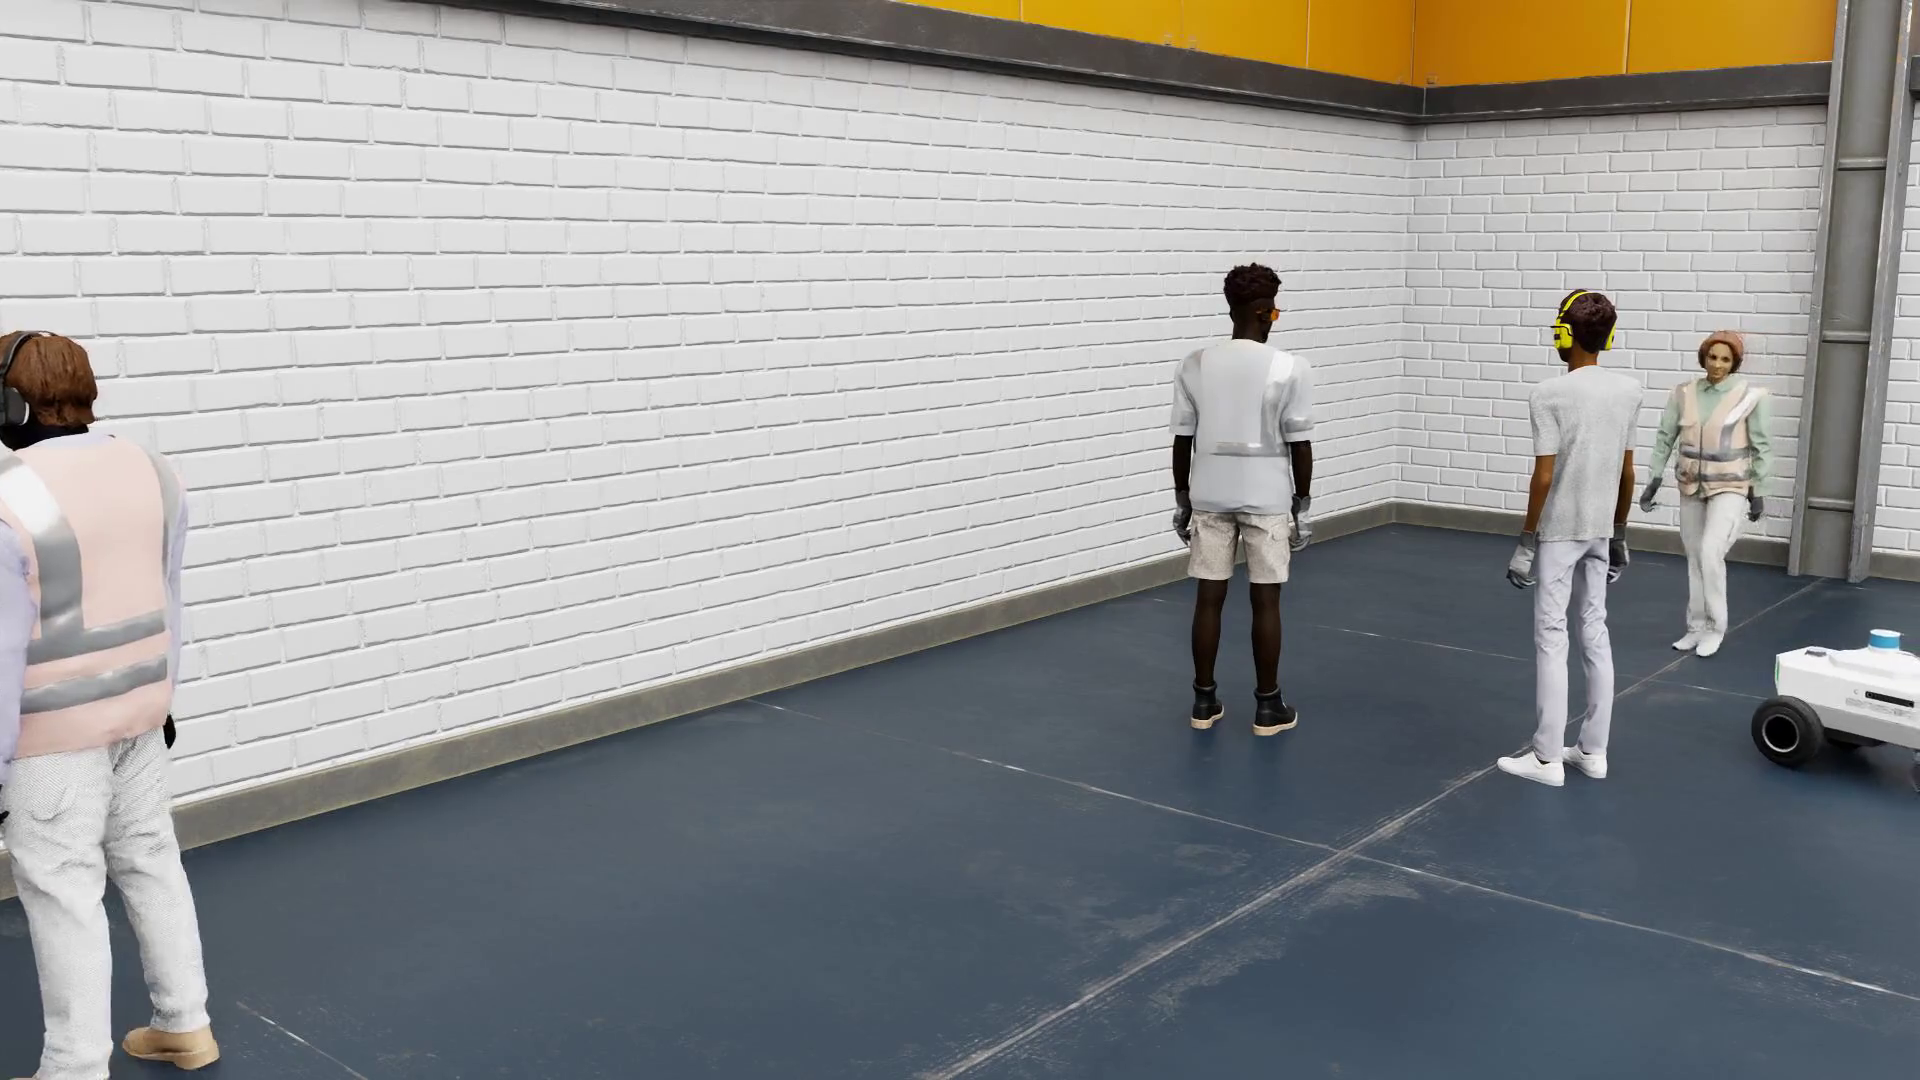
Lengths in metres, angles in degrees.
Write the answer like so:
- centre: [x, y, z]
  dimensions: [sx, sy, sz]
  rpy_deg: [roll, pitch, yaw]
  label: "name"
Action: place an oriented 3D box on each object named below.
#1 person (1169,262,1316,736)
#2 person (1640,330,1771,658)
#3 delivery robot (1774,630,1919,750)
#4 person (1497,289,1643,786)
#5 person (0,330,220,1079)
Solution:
- centre: [1.178, -0.167, 6.946]
  dimensions: [0.610, 1.963, 0.365]
  rpy_deg: [5, 11, 26]
  label: "person"
- centre: [3.674, -0.225, 8.229]
  dimensions: [0.466, 1.618, 0.557]
  rpy_deg: [-7, 12, -35]
  label: "person"
- centre: [3.533, 0.589, 6.388]
  dimensions: [0.477, 0.478, 0.707]
  rpy_deg: [-7, 12, -33]
  label: "delivery robot"
- centre: [2.307, -0.005, 6.293]
  dimensions: [0.531, 1.870, 0.317]
  rpy_deg: [-4, 11, -22]
  label: "person"
- centre: [-2.070, 0.438, 3.885]
  dimensions: [0.438, 1.842, 0.638]
  rpy_deg: [3, 10, 14]
  label: "person"
